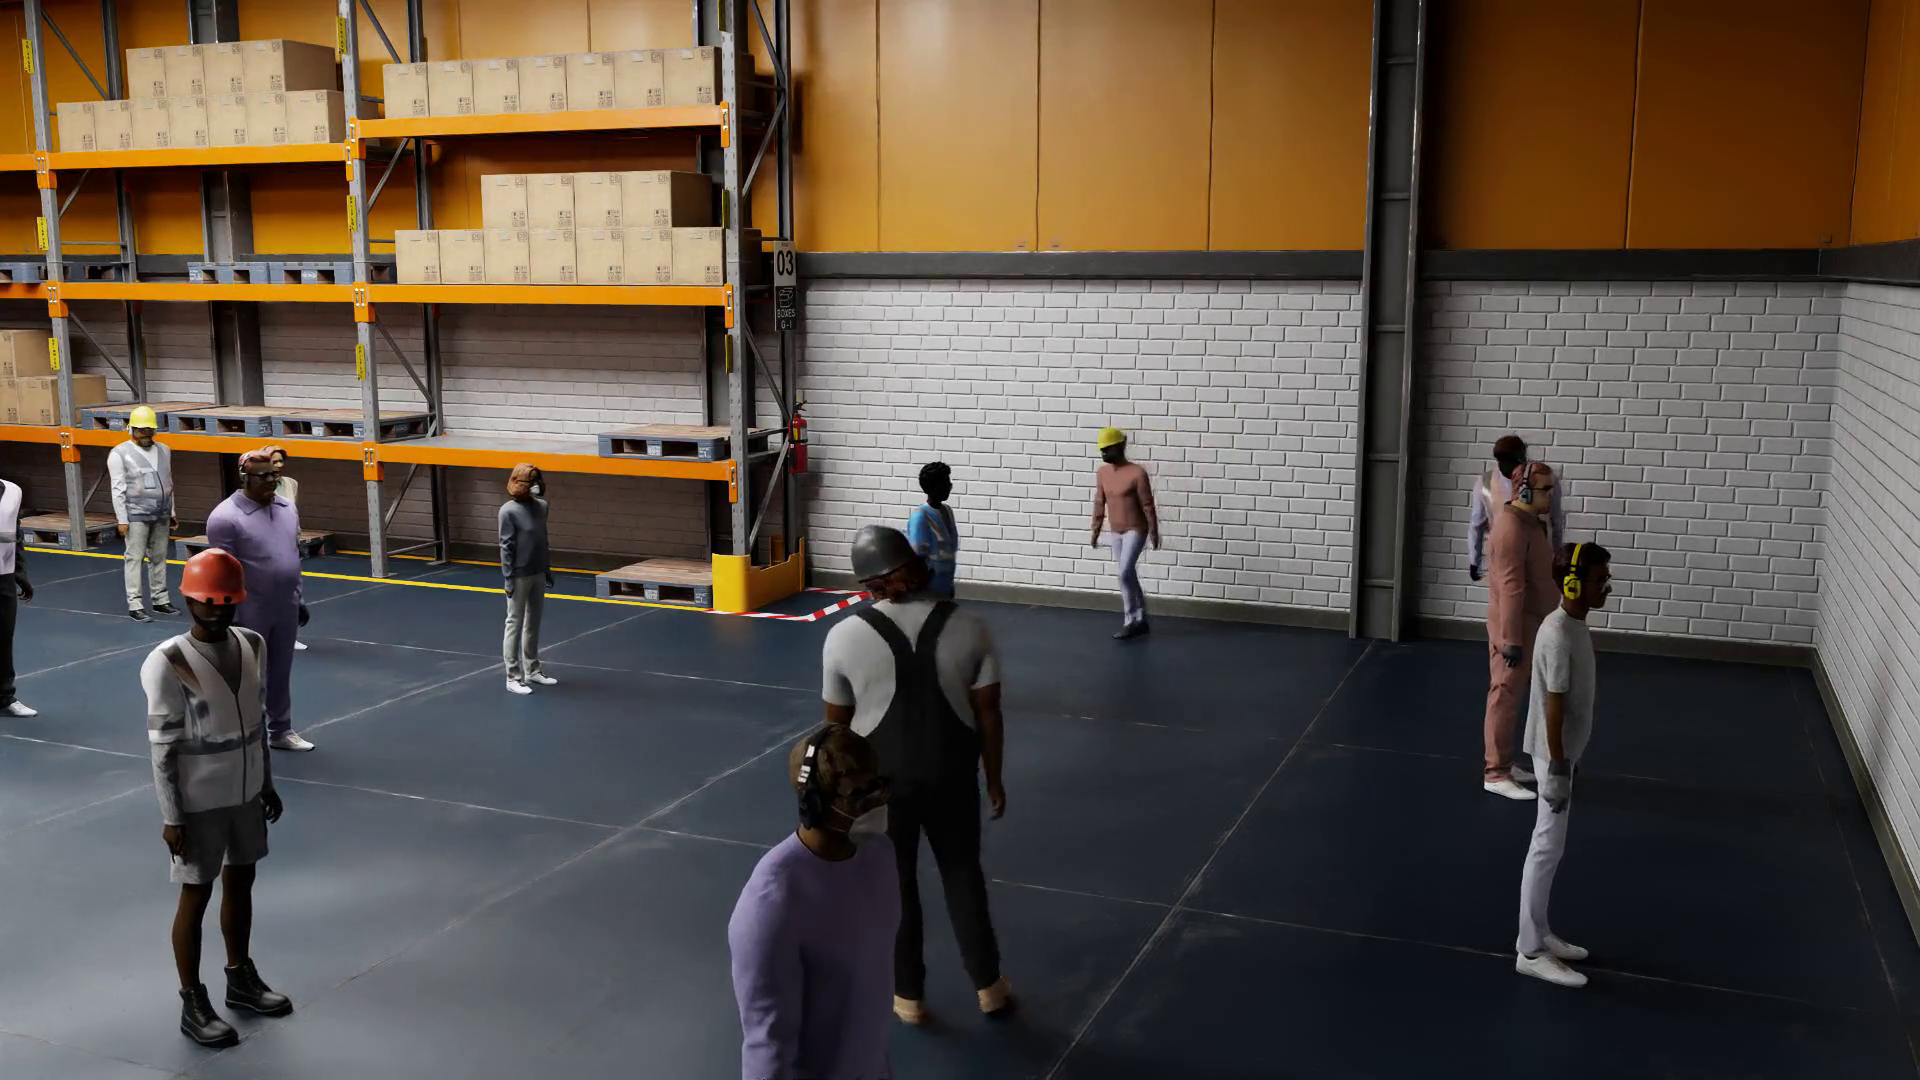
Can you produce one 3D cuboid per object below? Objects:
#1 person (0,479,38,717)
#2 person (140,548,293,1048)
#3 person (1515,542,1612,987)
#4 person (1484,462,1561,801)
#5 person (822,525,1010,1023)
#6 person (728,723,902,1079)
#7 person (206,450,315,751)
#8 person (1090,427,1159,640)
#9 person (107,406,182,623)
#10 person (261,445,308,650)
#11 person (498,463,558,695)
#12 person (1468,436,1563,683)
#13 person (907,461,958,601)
[{"bbox_3d":[-6.400,0.264,10.920,0.391,1.916,0.590,4,10,24],"label":"person"},{"bbox_3d":[-2.878,0.983,6.504,0.376,1.934,0.548,4,10,24],"label":"person"},{"bbox_3d":[2.562,0.926,7.051,0.327,1.871,0.514,4,10,24],"label":"person"},{"bbox_3d":[3.208,0.505,9.490,0.399,1.908,0.643,4,10,24],"label":"person"},{"bbox_3d":[-0.209,0.897,6.705,0.708,2.000,0.555,-2,10,-10],"label":"person"},{"bbox_3d":[-0.322,1.384,4.063,0.371,1.939,0.629,4,10,24],"label":"person"},{"bbox_3d":[-4.215,0.402,10.114,0.399,1.908,0.643,4,10,24],"label":"person"},{"bbox_3d":[1.333,-0.053,13.408,0.647,1.724,0.540,-7,12,-38],"label":"person"},{"bbox_3d":[-6.907,-0.226,14.150,0.404,1.828,0.592,4,10,24],"label":"person"},{"bbox_3d":[-5.297,0.080,12.867,0.315,1.640,0.515,4,10,24],"label":"person"},{"bbox_3d":[-3.063,0.261,11.791,0.279,1.632,0.502,4,10,24],"label":"person"},{"bbox_3d":[4.009,0.138,12.074,0.628,1.791,0.841,6,11,33],"label":"person"},{"bbox_3d":[-0.183,0.307,11.321,0.321,1.695,0.537,4,10,24],"label":"person"}]
